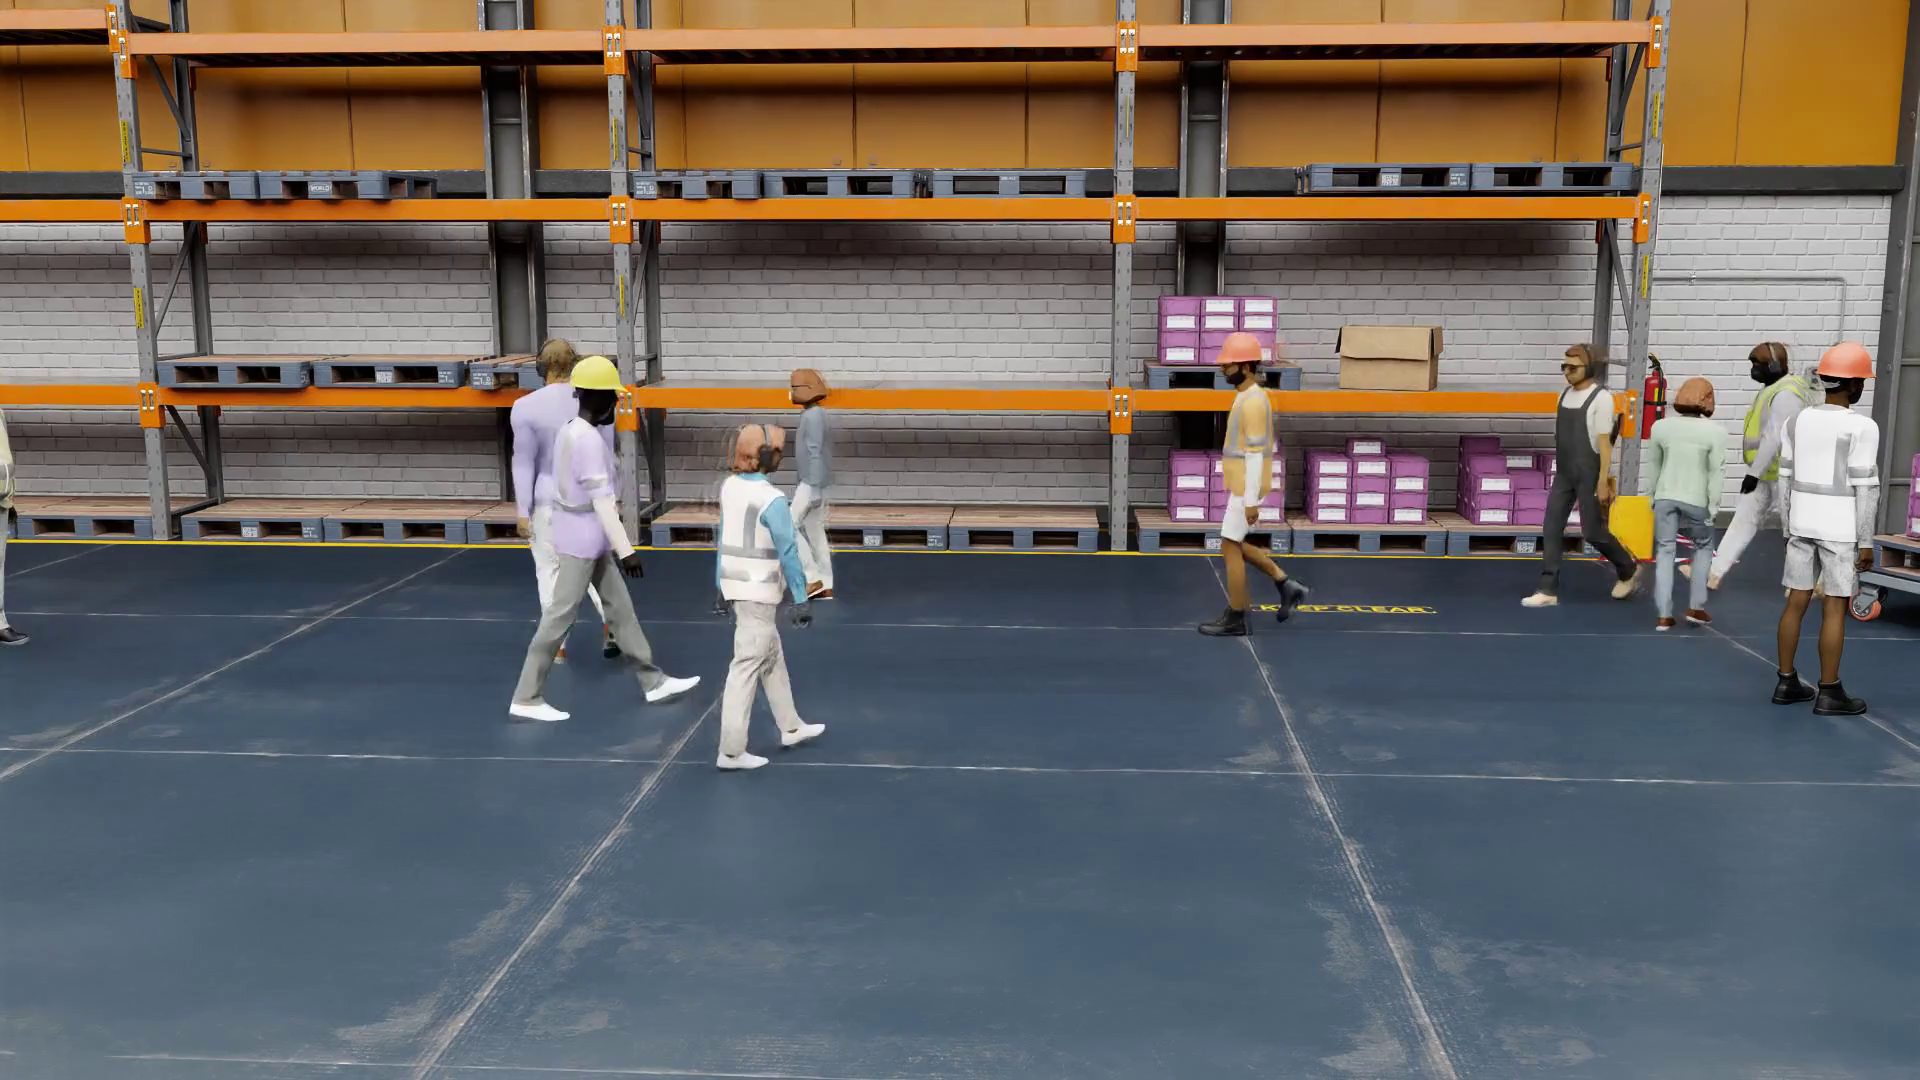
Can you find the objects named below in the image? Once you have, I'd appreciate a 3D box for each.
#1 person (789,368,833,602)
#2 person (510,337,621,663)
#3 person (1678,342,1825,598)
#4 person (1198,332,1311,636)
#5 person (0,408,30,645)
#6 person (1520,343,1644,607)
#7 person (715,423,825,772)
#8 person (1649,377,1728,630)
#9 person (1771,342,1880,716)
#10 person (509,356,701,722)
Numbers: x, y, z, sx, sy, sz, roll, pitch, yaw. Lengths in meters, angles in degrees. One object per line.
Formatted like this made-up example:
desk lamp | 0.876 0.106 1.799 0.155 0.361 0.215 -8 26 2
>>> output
person | -1.068 -0.367 11.420 0.435 1.616 0.520 -1 10 -6
person | -2.255 -0.204 9.607 0.632 1.924 0.671 -8 13 -41
person | 5.622 -0.477 11.591 0.980 1.779 0.645 2 10 12
person | 1.840 -0.336 10.364 0.598 1.917 0.567 1 10 8
person | -5.890 -0.229 9.988 0.403 1.830 0.600 1 10 6
person | 4.272 -0.436 11.292 0.848 1.814 0.511 -4 10 -20
person | -0.847 0.259 7.759 0.754 1.606 0.550 -7 12 -34
person | 4.657 -0.238 10.669 0.505 1.610 0.571 8 13 39
person | 4.530 -0.056 8.667 0.358 1.937 0.549 -4 11 -24
person | -1.881 -0.001 8.553 1.008 1.871 0.606 -3 10 -15
